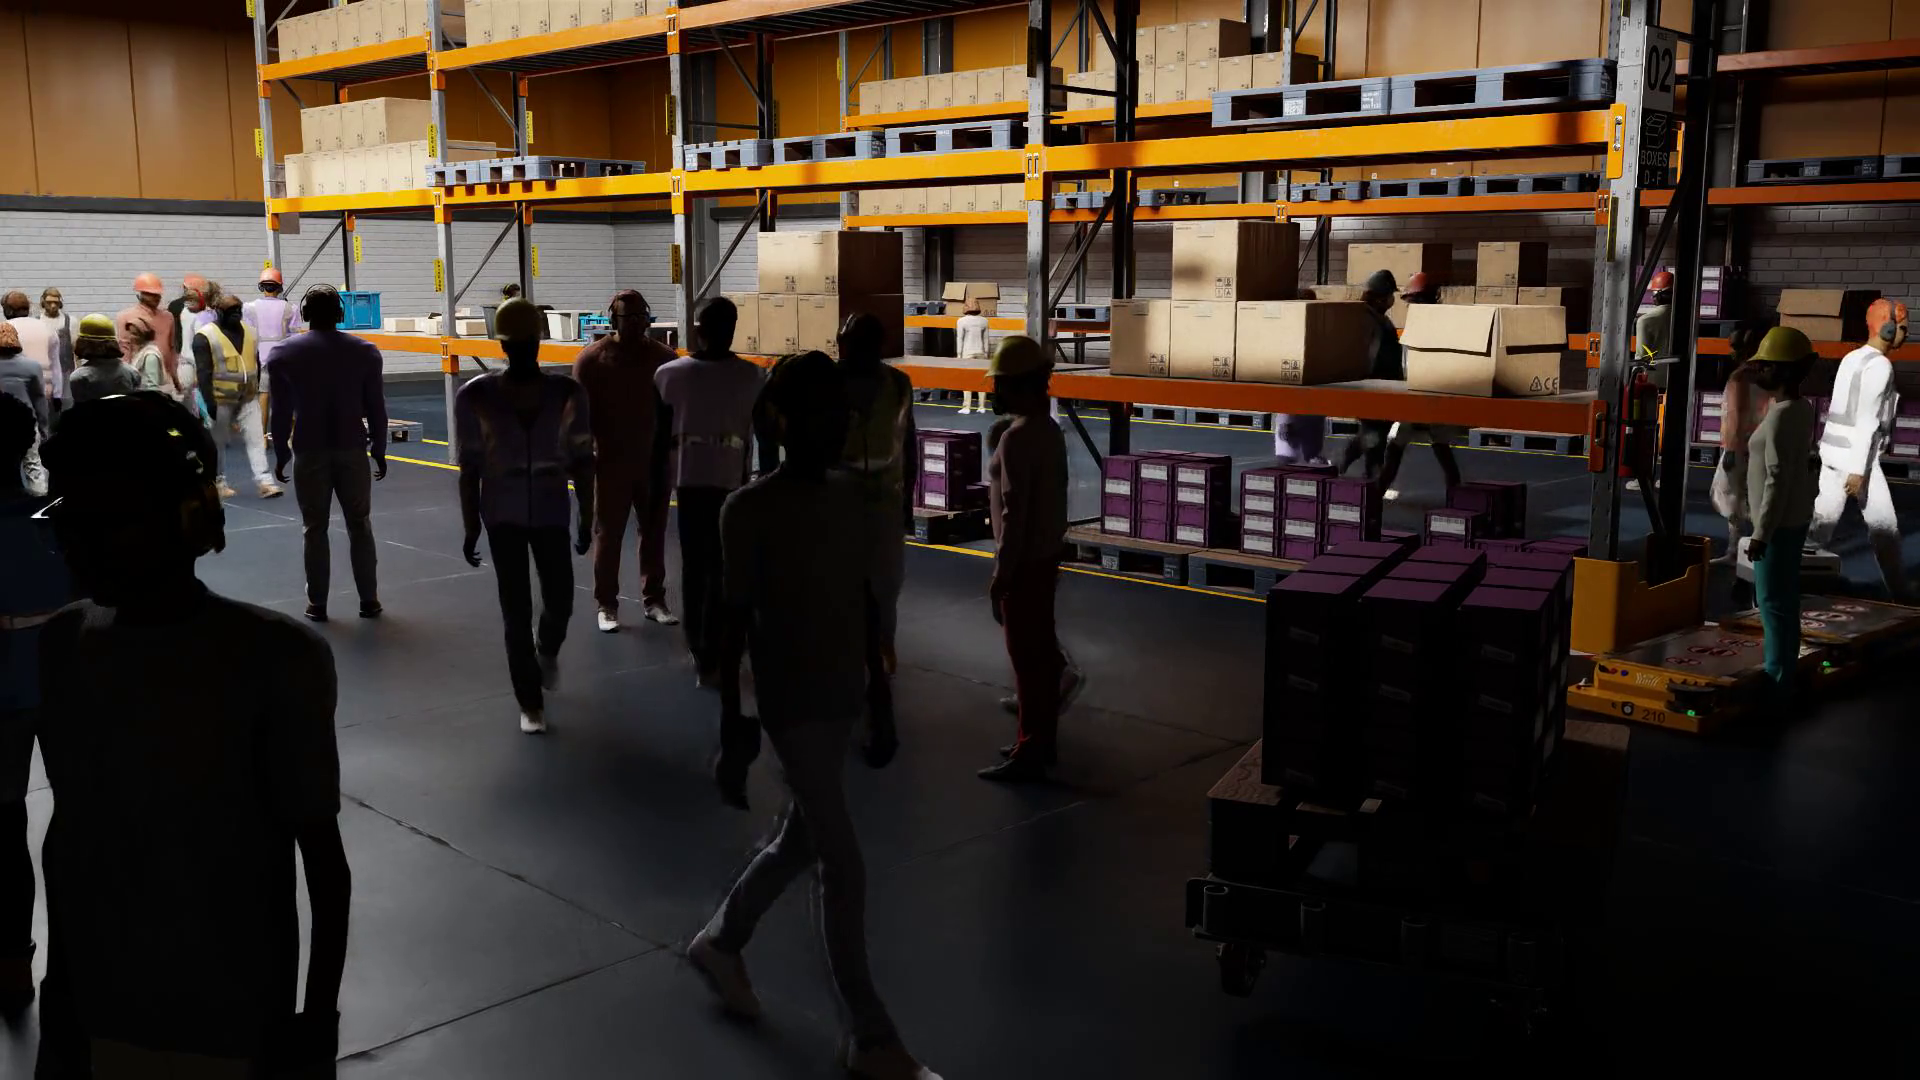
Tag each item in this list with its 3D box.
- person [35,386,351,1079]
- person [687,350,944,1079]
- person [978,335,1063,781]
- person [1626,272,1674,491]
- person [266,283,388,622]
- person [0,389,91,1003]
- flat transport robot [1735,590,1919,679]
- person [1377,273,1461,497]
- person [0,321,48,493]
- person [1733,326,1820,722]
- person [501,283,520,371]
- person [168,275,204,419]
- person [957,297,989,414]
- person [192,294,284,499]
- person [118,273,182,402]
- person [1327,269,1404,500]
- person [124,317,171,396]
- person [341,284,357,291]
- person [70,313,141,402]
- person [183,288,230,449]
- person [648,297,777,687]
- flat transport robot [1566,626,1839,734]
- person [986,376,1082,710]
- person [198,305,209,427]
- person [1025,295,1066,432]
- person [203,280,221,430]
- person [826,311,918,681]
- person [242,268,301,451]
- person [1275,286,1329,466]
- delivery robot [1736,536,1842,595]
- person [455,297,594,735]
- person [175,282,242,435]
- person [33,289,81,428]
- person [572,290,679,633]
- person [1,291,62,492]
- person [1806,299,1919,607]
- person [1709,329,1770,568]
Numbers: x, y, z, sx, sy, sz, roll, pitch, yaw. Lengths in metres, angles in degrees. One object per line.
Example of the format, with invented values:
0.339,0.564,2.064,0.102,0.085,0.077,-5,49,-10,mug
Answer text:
-1.111,0.714,2.381,0.518,1.865,0.327,2,10,15,person
-0.407,0.424,4.255,0.926,1.833,0.529,7,12,37,person
0.244,0.072,6.612,0.311,1.768,0.524,3,10,18,person
6.373,-1.431,15.129,0.608,1.995,0.377,-3,10,-15,person
-3.624,-0.499,9.581,0.638,1.938,0.356,-4,10,-23,person
-2.604,0.432,4.631,0.320,1.692,0.531,8,12,39,person
4.557,0.477,8.698,1.431,0.197,0.652,-8,12,-39,flat transport robot
3.539,-1.083,13.007,0.616,1.978,1.077,-9,13,-44,person
-7.140,-0.826,12.524,0.505,1.633,0.279,-9,13,-44,person
3.646,-0.067,7.463,0.314,1.769,0.523,6,11,34,person
-5.398,-2.184,20.192,0.455,1.850,0.553,4,10,24,person
-9.828,-2.419,21.335,0.637,1.942,0.921,6,11,34,person
0.183,-2.578,23.295,0.492,1.626,0.284,-5,10,-26,person
-6.320,-1.234,14.525,0.911,1.795,0.638,7,11,35,person
-7.924,-1.615,16.343,0.486,1.972,0.646,5,10,26,person
3.598,-1.357,14.530,0.625,2.000,0.702,6,11,32,person
-7.100,-1.134,14.477,0.432,1.605,0.610,-6,11,-33,person
-9.050,-2.922,24.762,0.600,1.832,0.404,2,9,12,person
-5.363,-0.546,10.468,0.297,1.745,0.484,4,10,24,person
-8.344,-1.890,18.535,0.387,1.814,0.654,-1,9,-9,person
-1.210,-0.258,8.292,0.611,1.875,0.883,1,9,3,person
3.481,0.627,7.781,1.431,0.197,0.652,-8,12,-40,flat transport robot
0.351,0.008,7.468,0.553,1.604,0.528,9,13,42,person
-9.220,-2.144,20.408,0.535,1.697,0.318,-7,11,-35,person
0.983,-2.235,20.890,0.527,1.727,0.887,-6,11,-32,person
-9.091,-2.247,20.474,0.629,1.901,1.008,-1,9,-4,person
-0.497,-0.171,7.937,0.642,1.825,0.434,-2,9,-12,person
-7.648,-2.005,18.538,0.614,2.039,0.396,-3,10,-17,person
2.683,-1.031,13.055,0.511,1.926,0.670,8,12,39,person
4.808,0.132,9.662,0.477,0.478,0.707,1,9,4,delivery robot
-1.932,-0.128,7.420,0.592,1.905,0.658,-4,10,-22,person
-9.078,-2.134,19.840,0.623,1.873,1.016,5,10,28,person
-9.829,-1.814,18.069,0.534,1.794,0.963,-5,11,-30,person
-1.830,-0.442,9.336,0.651,1.906,0.403,-6,11,-33,person
-8.408,-1.292,14.826,0.699,1.820,0.629,4,10,24,person
5.257,-0.448,9.549,0.920,1.841,0.585,1,9,8,person
5.272,-0.596,11.127,0.534,1.623,0.411,-9,13,-43,person
